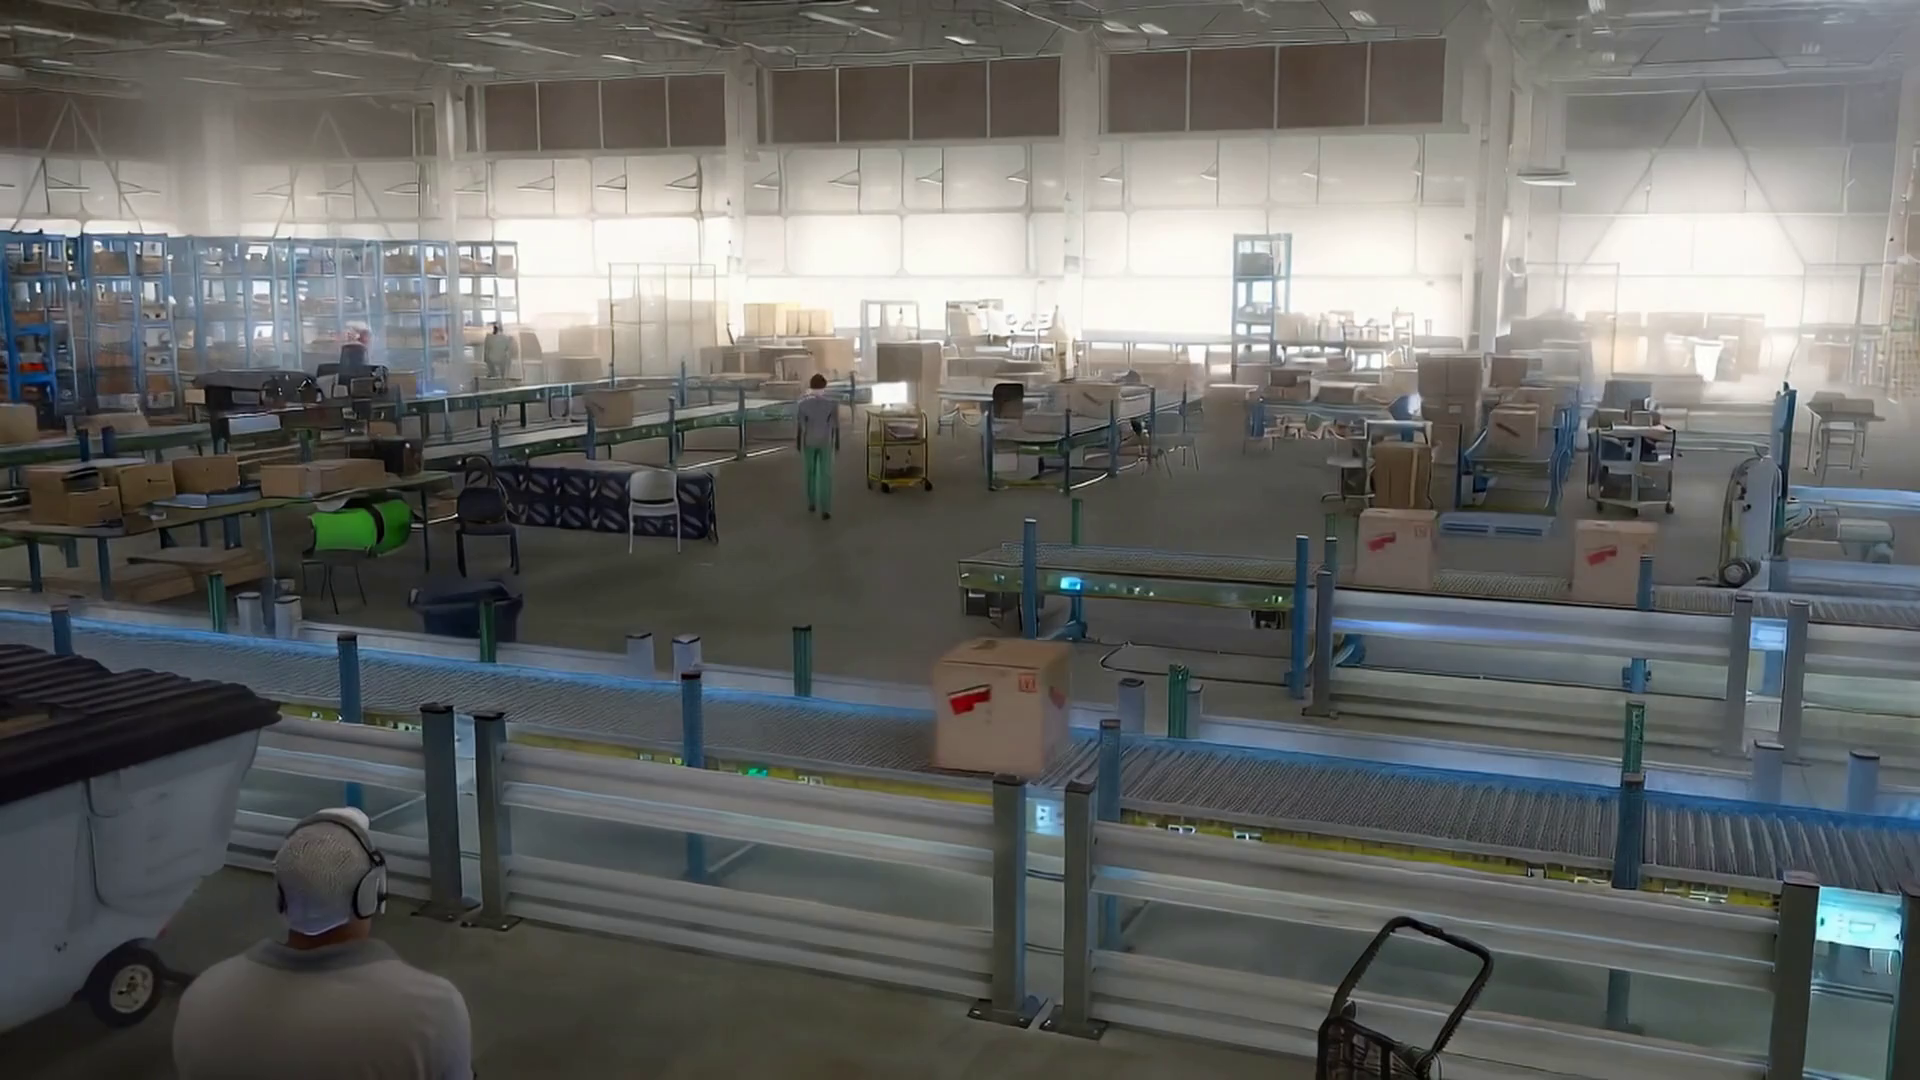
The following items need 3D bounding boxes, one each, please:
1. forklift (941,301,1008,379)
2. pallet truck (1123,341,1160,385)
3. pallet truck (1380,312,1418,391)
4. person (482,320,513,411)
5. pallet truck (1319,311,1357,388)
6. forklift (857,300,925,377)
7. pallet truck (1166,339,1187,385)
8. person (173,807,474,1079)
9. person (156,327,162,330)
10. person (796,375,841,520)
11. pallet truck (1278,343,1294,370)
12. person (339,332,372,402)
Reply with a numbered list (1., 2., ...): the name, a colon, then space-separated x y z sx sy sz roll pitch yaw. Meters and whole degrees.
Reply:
1. forklift: 0.365 -4.966 41.571 1.157 1.987 2.680 3 10 20
2. pallet truck: 4.445 -4.380 41.279 0.680 1.201 1.601 4 10 22
3. pallet truck: 10.207 -4.283 38.369 0.823 1.965 1.885 3 10 20
4. person: -9.688 -3.649 34.809 0.651 1.904 0.402 1 9 6
5. pallet truck: 9.071 -4.419 39.190 0.823 1.965 1.885 5 10 26
6. forklift: -1.732 -5.109 42.468 1.157 1.987 2.680 4 10 22
7. pallet truck: 5.418 -4.269 40.420 0.704 1.261 1.522 3 10 20
8. person: -1.316 1.509 3.589 0.642 1.899 0.395 1 9 6
9. person: -17.904 -4.011 37.230 0.574 1.831 0.398 -7 11 -35
10. person: -1.714 -1.149 20.167 0.533 1.729 0.847 -1 9 -6
11. pallet truck: 7.886 -4.163 39.743 0.653 1.274 1.630 4 10 22
12. person: -11.630 -3.101 31.917 0.695 1.765 0.405 -7 11 -35
